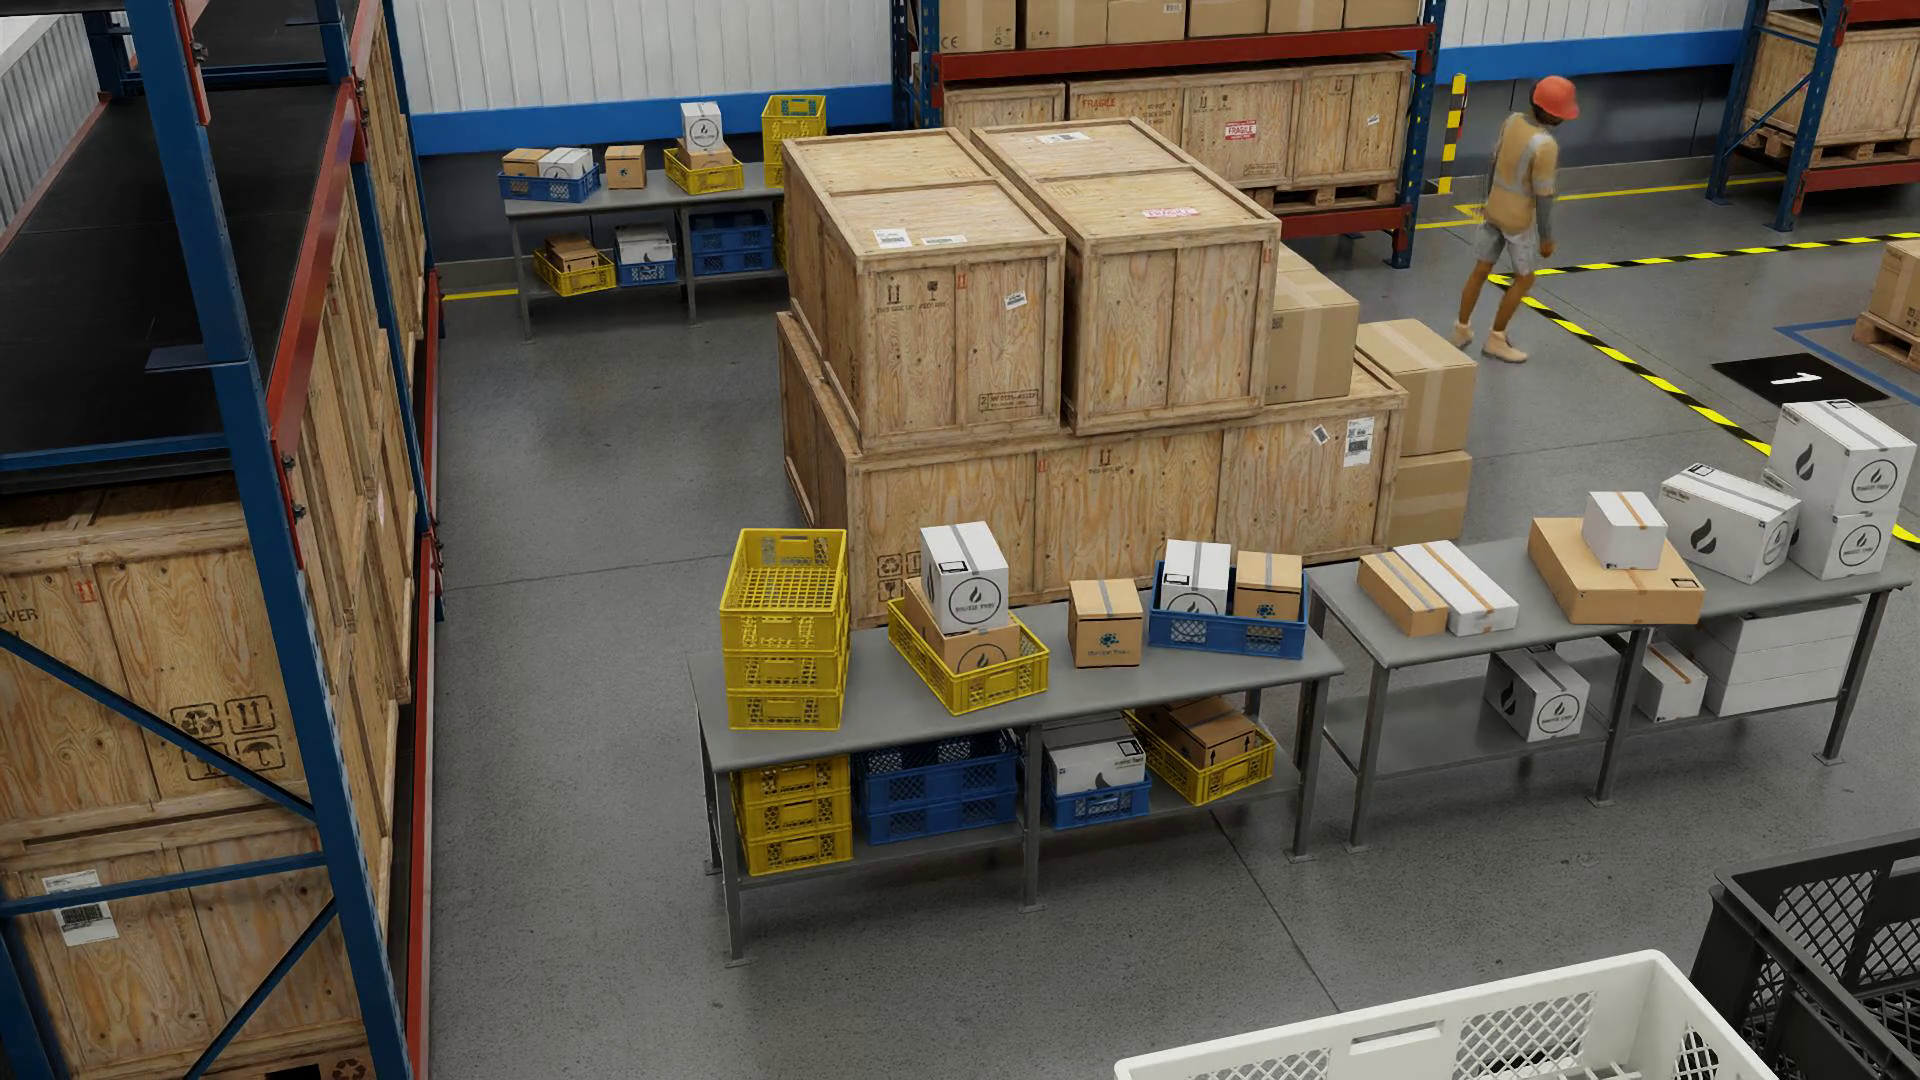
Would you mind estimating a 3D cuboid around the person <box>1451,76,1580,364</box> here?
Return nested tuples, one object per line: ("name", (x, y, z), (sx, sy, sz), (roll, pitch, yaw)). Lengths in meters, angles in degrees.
("person", (3.734, -2.171, 11.282), (0.474, 1.989, 0.678), (-7, 30, -13))
